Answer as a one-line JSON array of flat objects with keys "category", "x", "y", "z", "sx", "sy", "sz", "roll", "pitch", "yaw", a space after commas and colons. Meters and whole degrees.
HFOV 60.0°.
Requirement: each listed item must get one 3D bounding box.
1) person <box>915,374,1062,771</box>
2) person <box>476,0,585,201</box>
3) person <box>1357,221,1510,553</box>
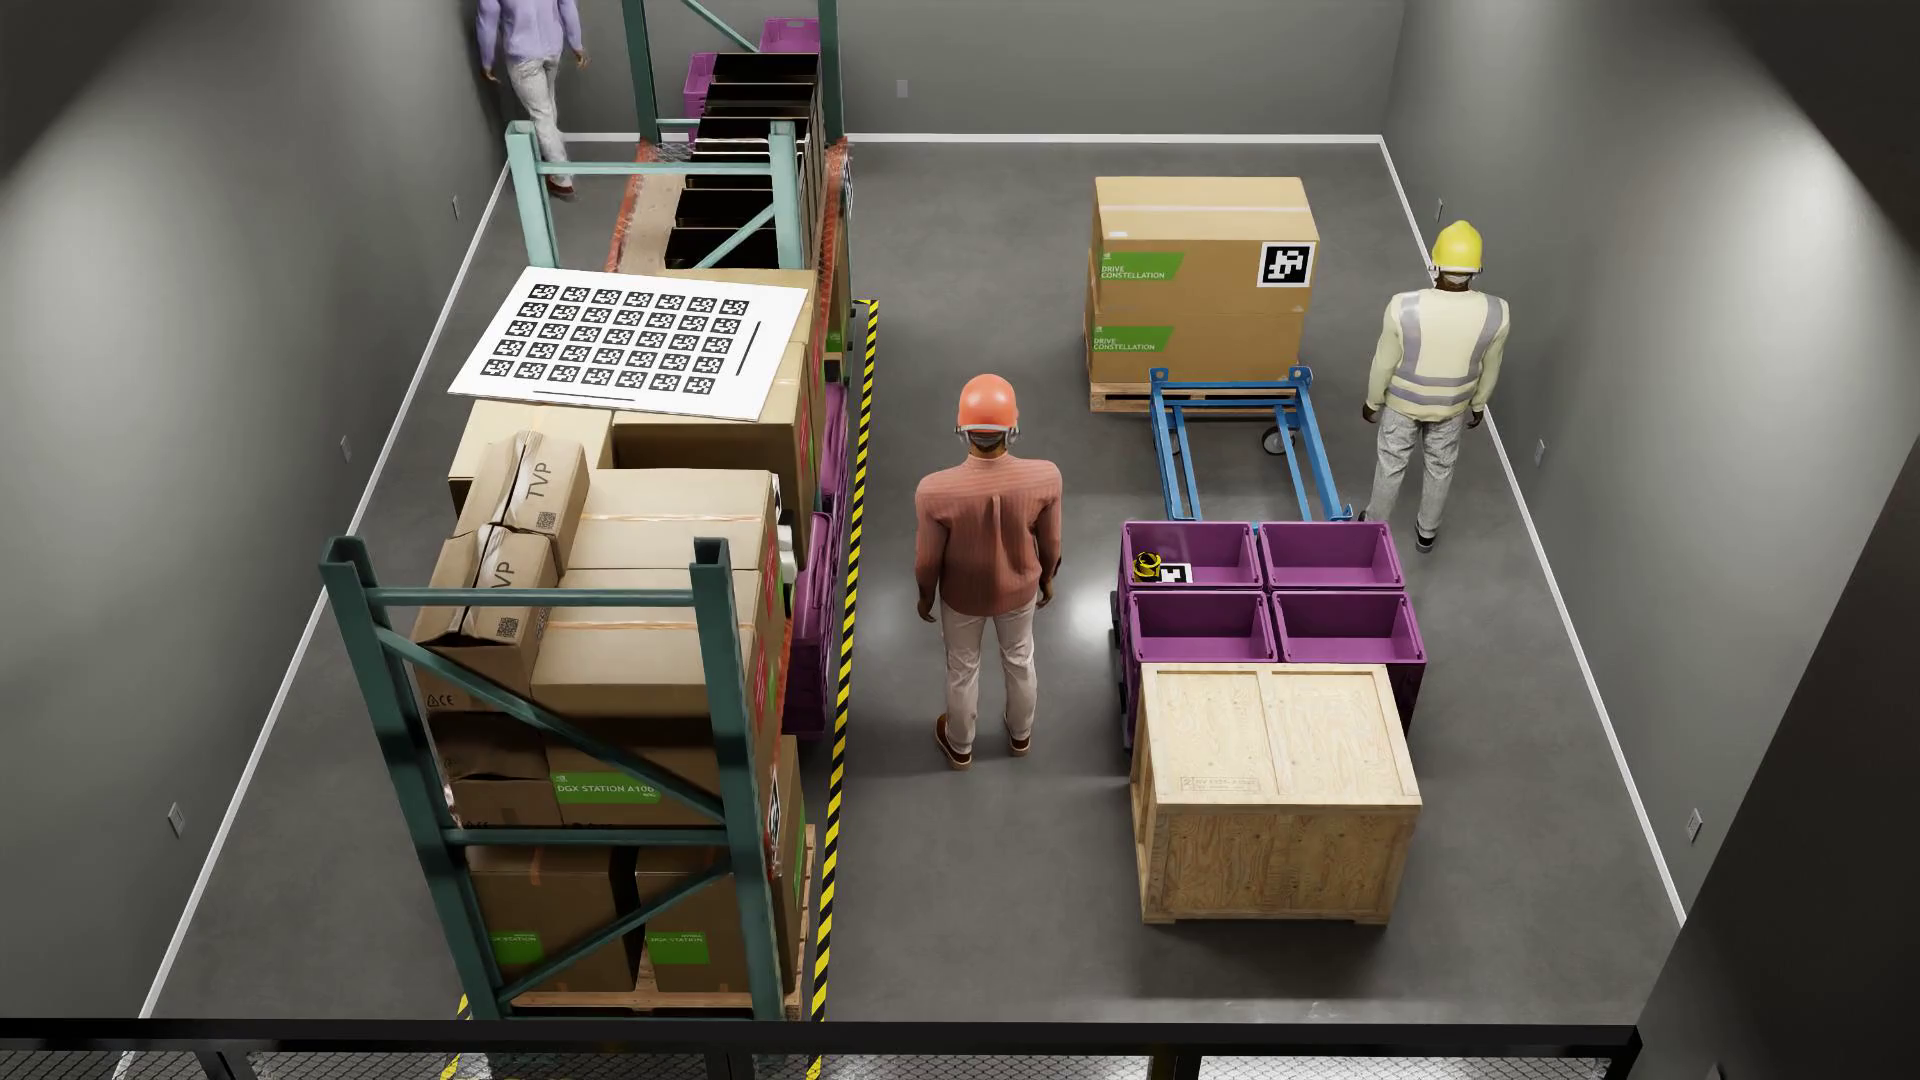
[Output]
[{"category": "person", "x": 0.111, "y": 0.172, "z": 6.882, "sx": 0.614, "sy": 1.986, "sz": 0.389, "roll": -9, "pitch": 42, "yaw": -11}, {"category": "person", "x": -2.853, "y": -3.199, "z": 10.784, "sx": 0.849, "sy": 1.909, "sz": 0.658, "roll": 32, "pitch": 50, "yaw": 31}, {"category": "person", "x": 2.245, "y": -0.704, "z": 7.993, "sx": 0.603, "sy": 1.832, "sz": 0.404, "roll": 2, "pitch": 41, "yaw": 2}]
